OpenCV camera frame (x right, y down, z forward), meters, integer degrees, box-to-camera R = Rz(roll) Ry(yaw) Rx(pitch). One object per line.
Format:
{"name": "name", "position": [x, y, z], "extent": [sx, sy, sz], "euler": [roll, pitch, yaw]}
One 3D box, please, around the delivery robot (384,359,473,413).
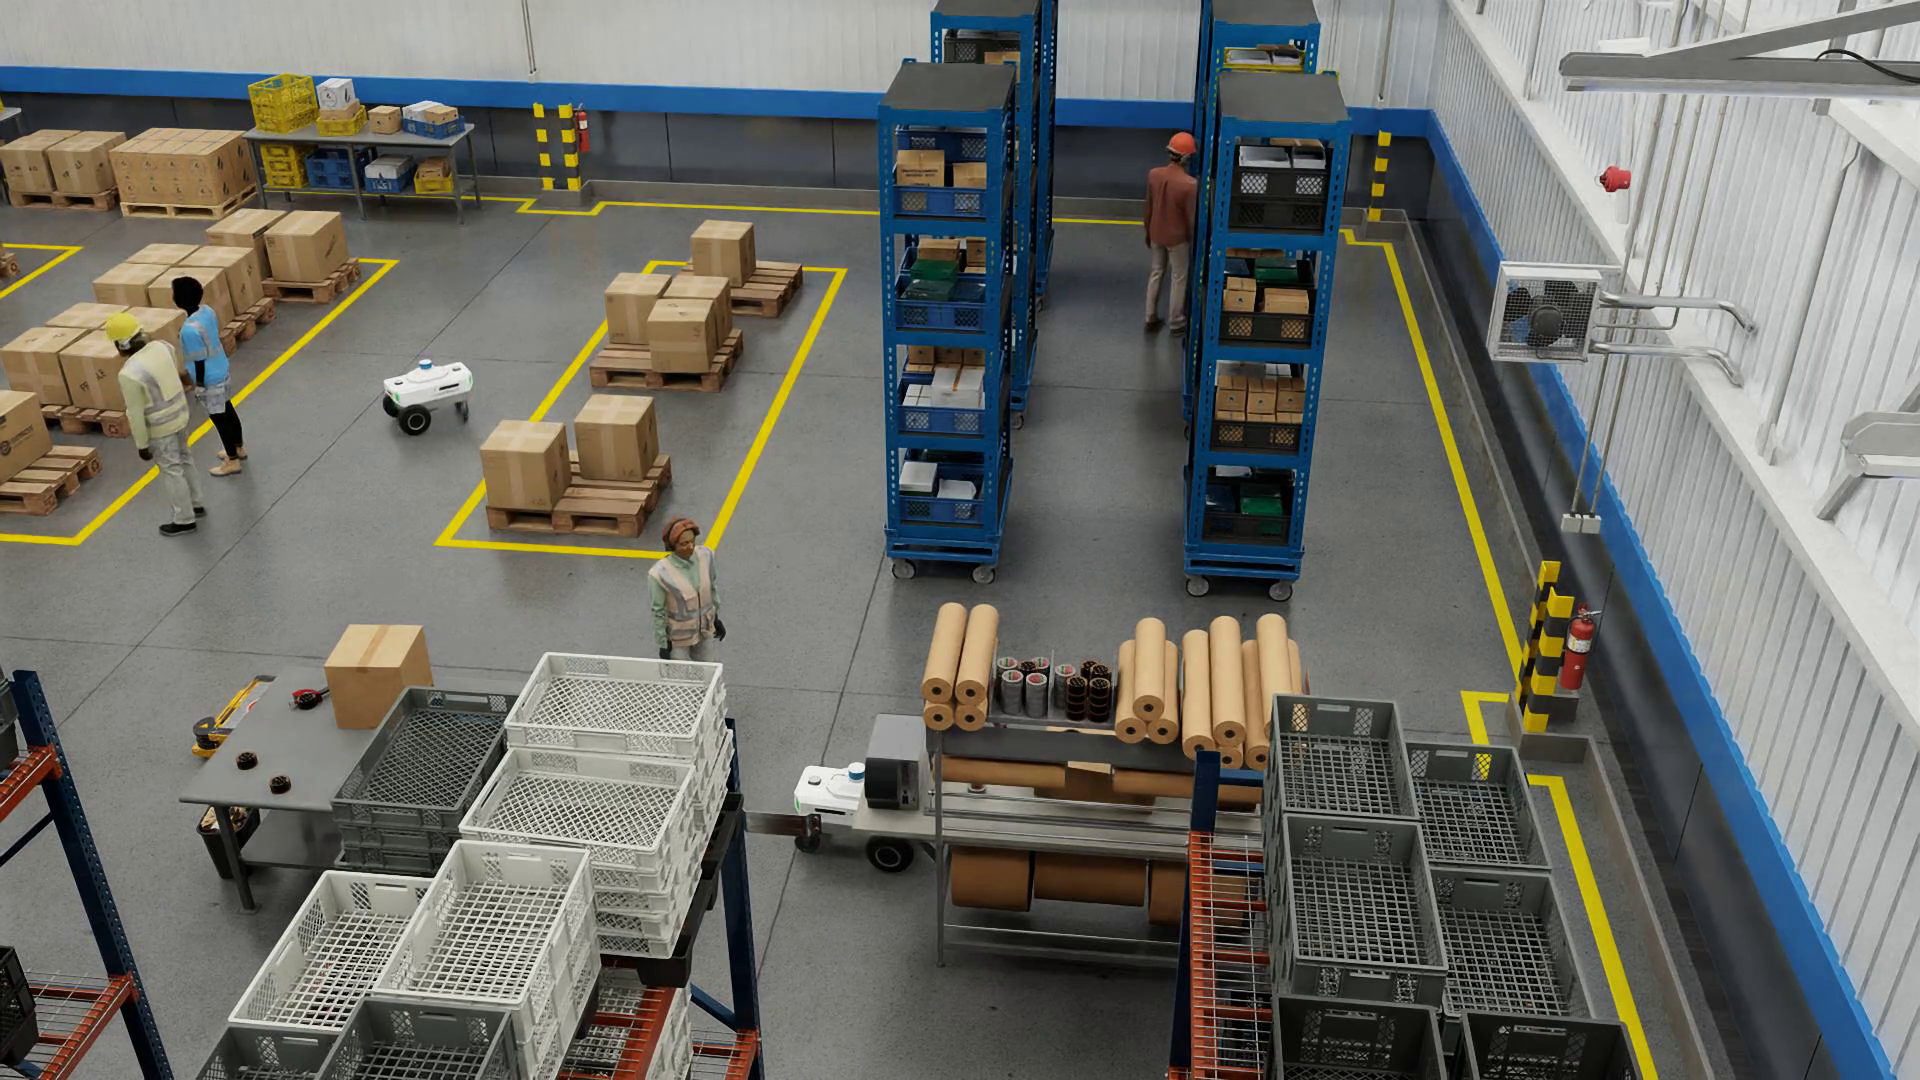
{"name": "delivery robot", "position": [-4.654, -1.347, 14.589], "extent": [0.707, 0.478, 0.477], "euler": [-20, 36, -30]}

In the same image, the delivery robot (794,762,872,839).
{"name": "delivery robot", "position": [-0.594, 1.514, 9.675], "extent": [0.707, 0.478, 0.477], "euler": [6, 31, 10]}

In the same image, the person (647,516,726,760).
{"name": "person", "position": [-1.679, 0.582, 10.293], "extent": [0.309, 1.641, 0.513], "euler": [24, 38, 35]}

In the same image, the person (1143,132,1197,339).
{"name": "person", "position": [2.043, -2.930, 15.992], "extent": [0.415, 1.984, 0.633], "euler": [-25, 39, -36]}

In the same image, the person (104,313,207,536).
{"name": "person", "position": [-6.092, -0.887, 12.658], "extent": [0.433, 1.813, 0.631], "euler": [5, 31, 9]}

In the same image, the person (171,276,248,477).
{"name": "person", "position": [-6.120, -1.335, 13.536], "extent": [0.317, 1.695, 0.564], "euler": [-5, 31, -8]}
